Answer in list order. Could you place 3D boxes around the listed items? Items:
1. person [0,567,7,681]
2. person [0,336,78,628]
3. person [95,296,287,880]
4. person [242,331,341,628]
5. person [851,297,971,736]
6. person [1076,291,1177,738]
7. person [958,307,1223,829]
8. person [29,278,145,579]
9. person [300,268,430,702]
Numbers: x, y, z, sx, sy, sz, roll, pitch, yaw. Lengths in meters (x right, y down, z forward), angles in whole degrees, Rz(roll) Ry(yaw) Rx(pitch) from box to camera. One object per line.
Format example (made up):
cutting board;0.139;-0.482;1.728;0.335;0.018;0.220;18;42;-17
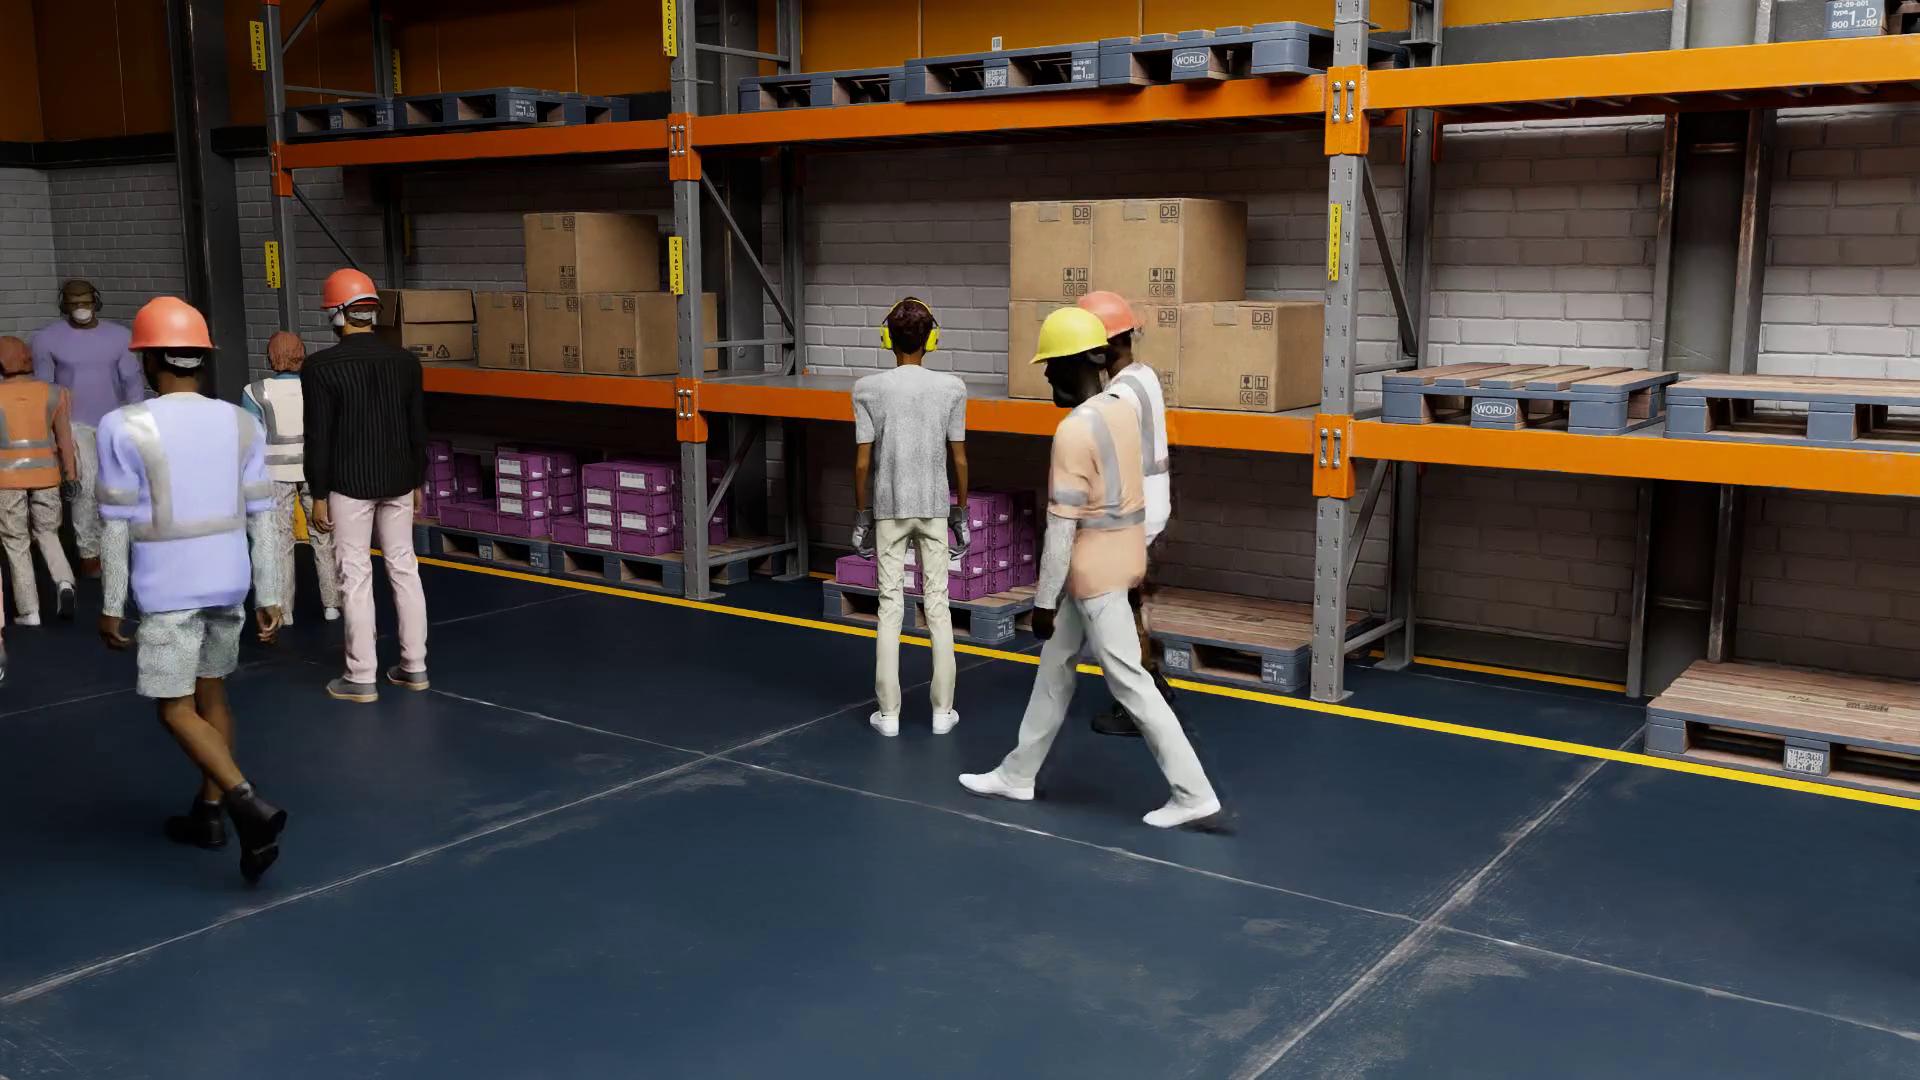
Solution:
person;-3.200;0.278;4.841;0.818;1.877;0.669;9;13;43
person;-5.098;-0.305;9.086;0.426;1.621;0.530;9;13;42
person;-2.476;0.161;5.477;0.792;1.912;0.543;6;11;34
person;-3.679;-0.331;9.201;0.525;1.639;0.307;-6;11;-33
person;-0.210;-0.091;7.092;0.514;1.872;0.328;-1;10;-6
person;0.660;-0.083;6.971;0.457;1.896;0.598;3;10;16
person;0.492;0.110;5.940;1.028;1.870;0.594;4;10;20
person;-5.542;-0.709;10.655;0.620;1.907;0.687;-9;13;-43
person;-2.748;-0.249;7.687;0.407;1.988;0.613;8;12;38
